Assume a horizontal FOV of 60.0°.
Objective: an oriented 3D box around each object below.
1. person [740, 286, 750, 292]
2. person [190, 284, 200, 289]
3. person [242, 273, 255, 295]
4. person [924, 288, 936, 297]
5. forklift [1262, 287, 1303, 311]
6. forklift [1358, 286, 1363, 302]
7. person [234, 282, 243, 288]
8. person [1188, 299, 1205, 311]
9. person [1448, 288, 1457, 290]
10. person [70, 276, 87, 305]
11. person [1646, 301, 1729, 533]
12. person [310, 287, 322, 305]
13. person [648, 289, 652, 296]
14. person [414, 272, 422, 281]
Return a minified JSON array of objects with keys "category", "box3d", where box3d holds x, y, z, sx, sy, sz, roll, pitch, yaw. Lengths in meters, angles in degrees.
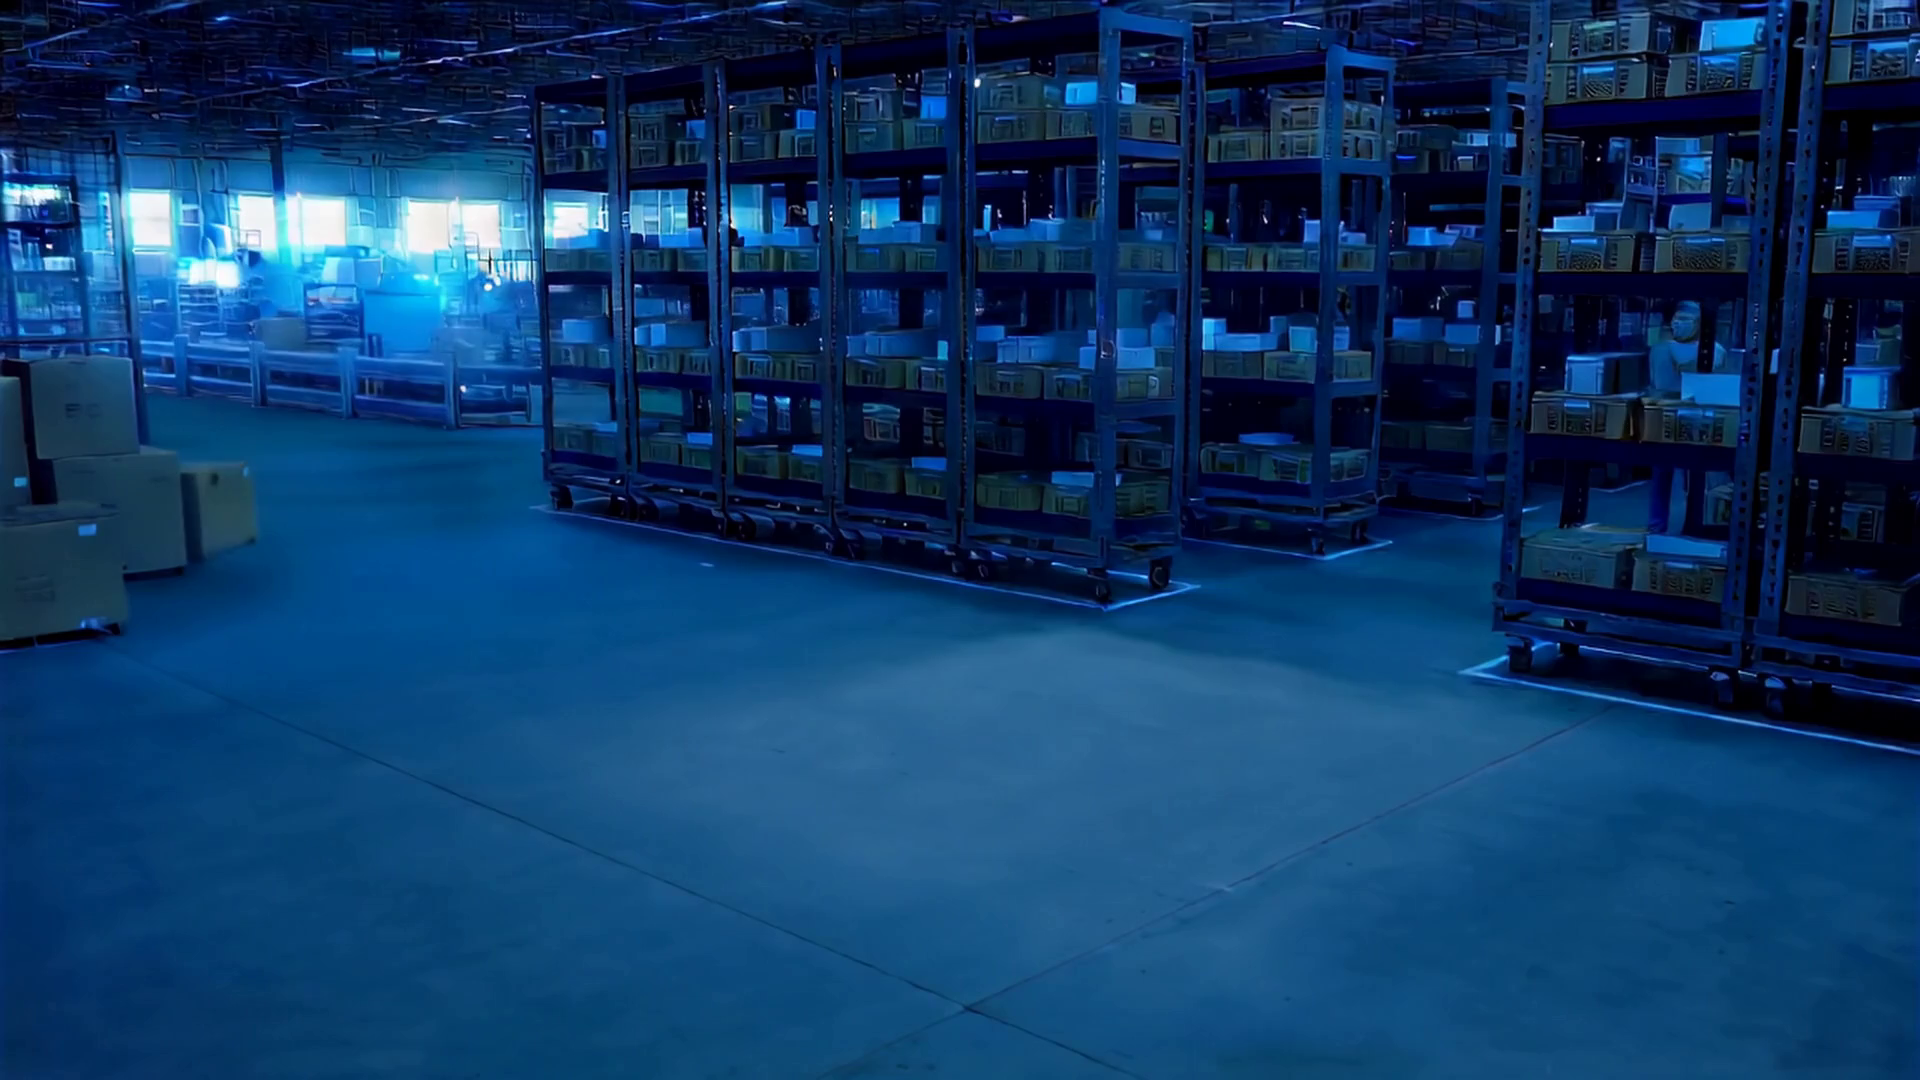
[{"category":"person","box3d":[-8.209,-9.201,63.244,0.357,1.938,0.543,-9,13,-44]},{"category":"person","box3d":[-40.929,-13.364,88.985,0.596,1.882,1.017,6,11,33]},{"category":"person","box3d":[-23.645,-7.897,55.242,0.547,1.938,0.378,5,10,26]},{"category":"person","box3d":[-1.134,-8.222,57.300,0.579,1.912,0.750,-9,13,-43]},{"category":"forklift","box3d":[10.769,-8.203,54.240,1.129,2.768,1.873,8,12,42]},{"category":"forklift","box3d":[11.100,-7.017,46.970,1.873,2.768,1.129,9,13,43]},{"category":"person","box3d":[-24.520,-8.036,56.621,0.528,1.767,0.329,1,9,3]},{"category":"person","box3d":[5.166,-4.733,36.508,0.540,1.720,0.922,6,11,35]},{"category":"person","box3d":[18.655,-9.041,63.184,0.499,1.634,0.278,-6,11,-31]},{"category":"person","box3d":[-19.090,-4.756,35.812,0.819,2.009,0.603,-3,10,-16]},{"category":"person","box3d":[5.178,-0.785,11.920,0.373,1.843,0.570,-9,13,-44]},{"category":"person","box3d":[-22.373,-8.307,57.816,0.390,1.920,0.587,-8,12,-41]},{"category":"person","box3d":[-16.521,-13.487,89.613,0.844,1.920,0.632,-8,12,-41]},{"category":"person","box3d":[-25.838,-11.760,79.032,0.636,1.912,0.847,2,10,14]}]
